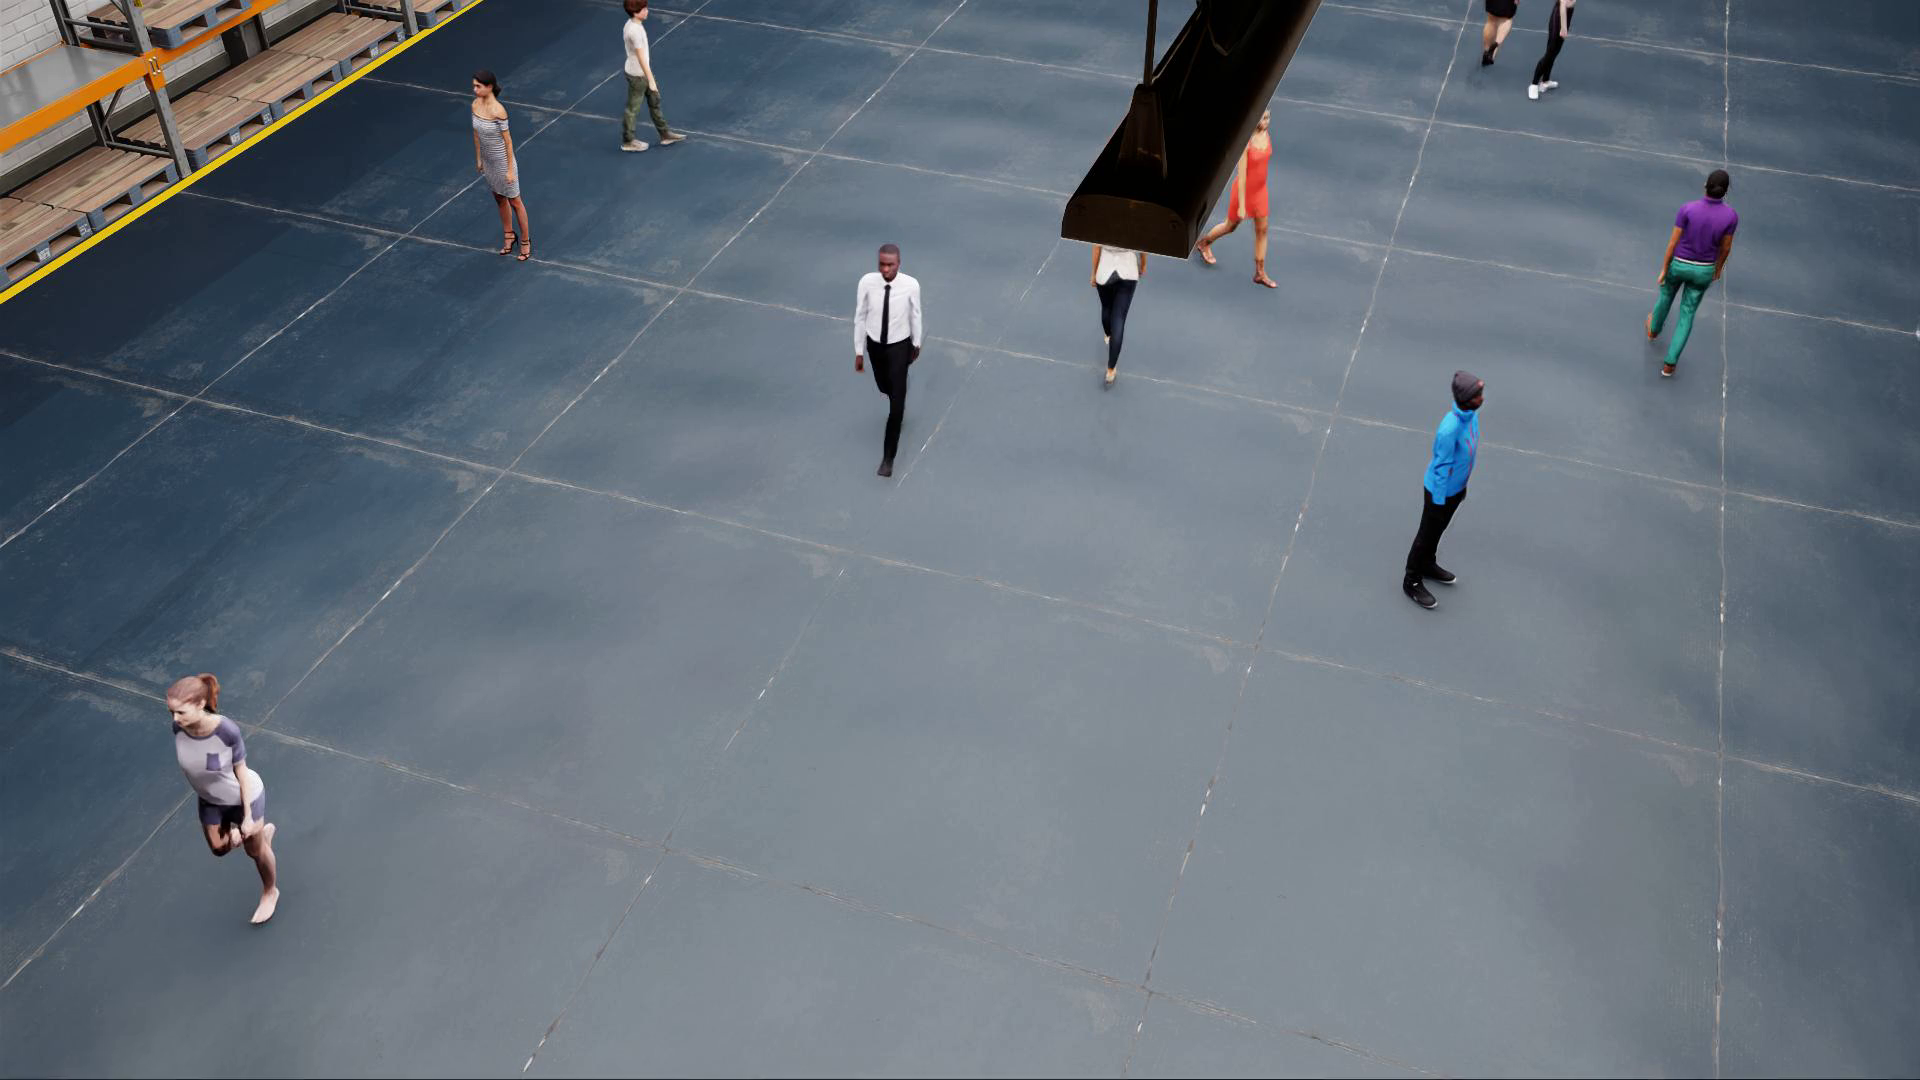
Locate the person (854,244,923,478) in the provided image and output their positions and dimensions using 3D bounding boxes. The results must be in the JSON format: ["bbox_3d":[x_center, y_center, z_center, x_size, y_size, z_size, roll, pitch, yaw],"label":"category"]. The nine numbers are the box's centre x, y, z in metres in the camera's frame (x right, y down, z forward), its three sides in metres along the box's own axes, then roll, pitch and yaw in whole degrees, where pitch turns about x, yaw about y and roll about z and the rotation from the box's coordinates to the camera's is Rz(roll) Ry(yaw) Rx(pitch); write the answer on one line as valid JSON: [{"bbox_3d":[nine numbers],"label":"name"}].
[{"bbox_3d":[-0.532,-1.497,12.785,0.784,1.781,1.332,7,39,8],"label":"person"}]

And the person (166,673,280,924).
[{"bbox_3d":[-3.992,1.365,9.224,0.626,1.752,0.785,8,39,10],"label":"person"}]

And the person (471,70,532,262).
[{"bbox_3d":[-4.184,-3.410,15.146,0.651,1.822,0.606,23,44,26],"label":"person"}]

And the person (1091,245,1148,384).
[{"bbox_3d":[1.284,-2.099,13.578,0.796,1.732,1.172,4,39,4],"label":"person"}]

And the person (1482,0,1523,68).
[{"bbox_3d":[6.042,-6.084,18.592,0.720,1.700,0.805,19,42,22],"label":"person"}]

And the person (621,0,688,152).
[{"bbox_3d":[-3.358,-4.741,16.965,0.934,1.633,0.973,-5,39,-6],"label":"person"}]

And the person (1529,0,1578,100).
[{"bbox_3d":[6.540,-5.690,18.073,0.843,1.733,0.585,14,41,16],"label":"person"}]

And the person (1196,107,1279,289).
[{"bbox_3d":[2.502,-3.112,14.883,0.966,1.686,1.144,31,48,33],"label":"person"}]

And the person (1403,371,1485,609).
[{"bbox_3d":[3.305,-0.371,11.368,0.725,1.789,0.575,24,45,27],"label":"person"}]

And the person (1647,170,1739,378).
[{"bbox_3d":[5.994,-2.158,13.648,0.632,1.735,1.031,13,40,15],"label":"person"}]
